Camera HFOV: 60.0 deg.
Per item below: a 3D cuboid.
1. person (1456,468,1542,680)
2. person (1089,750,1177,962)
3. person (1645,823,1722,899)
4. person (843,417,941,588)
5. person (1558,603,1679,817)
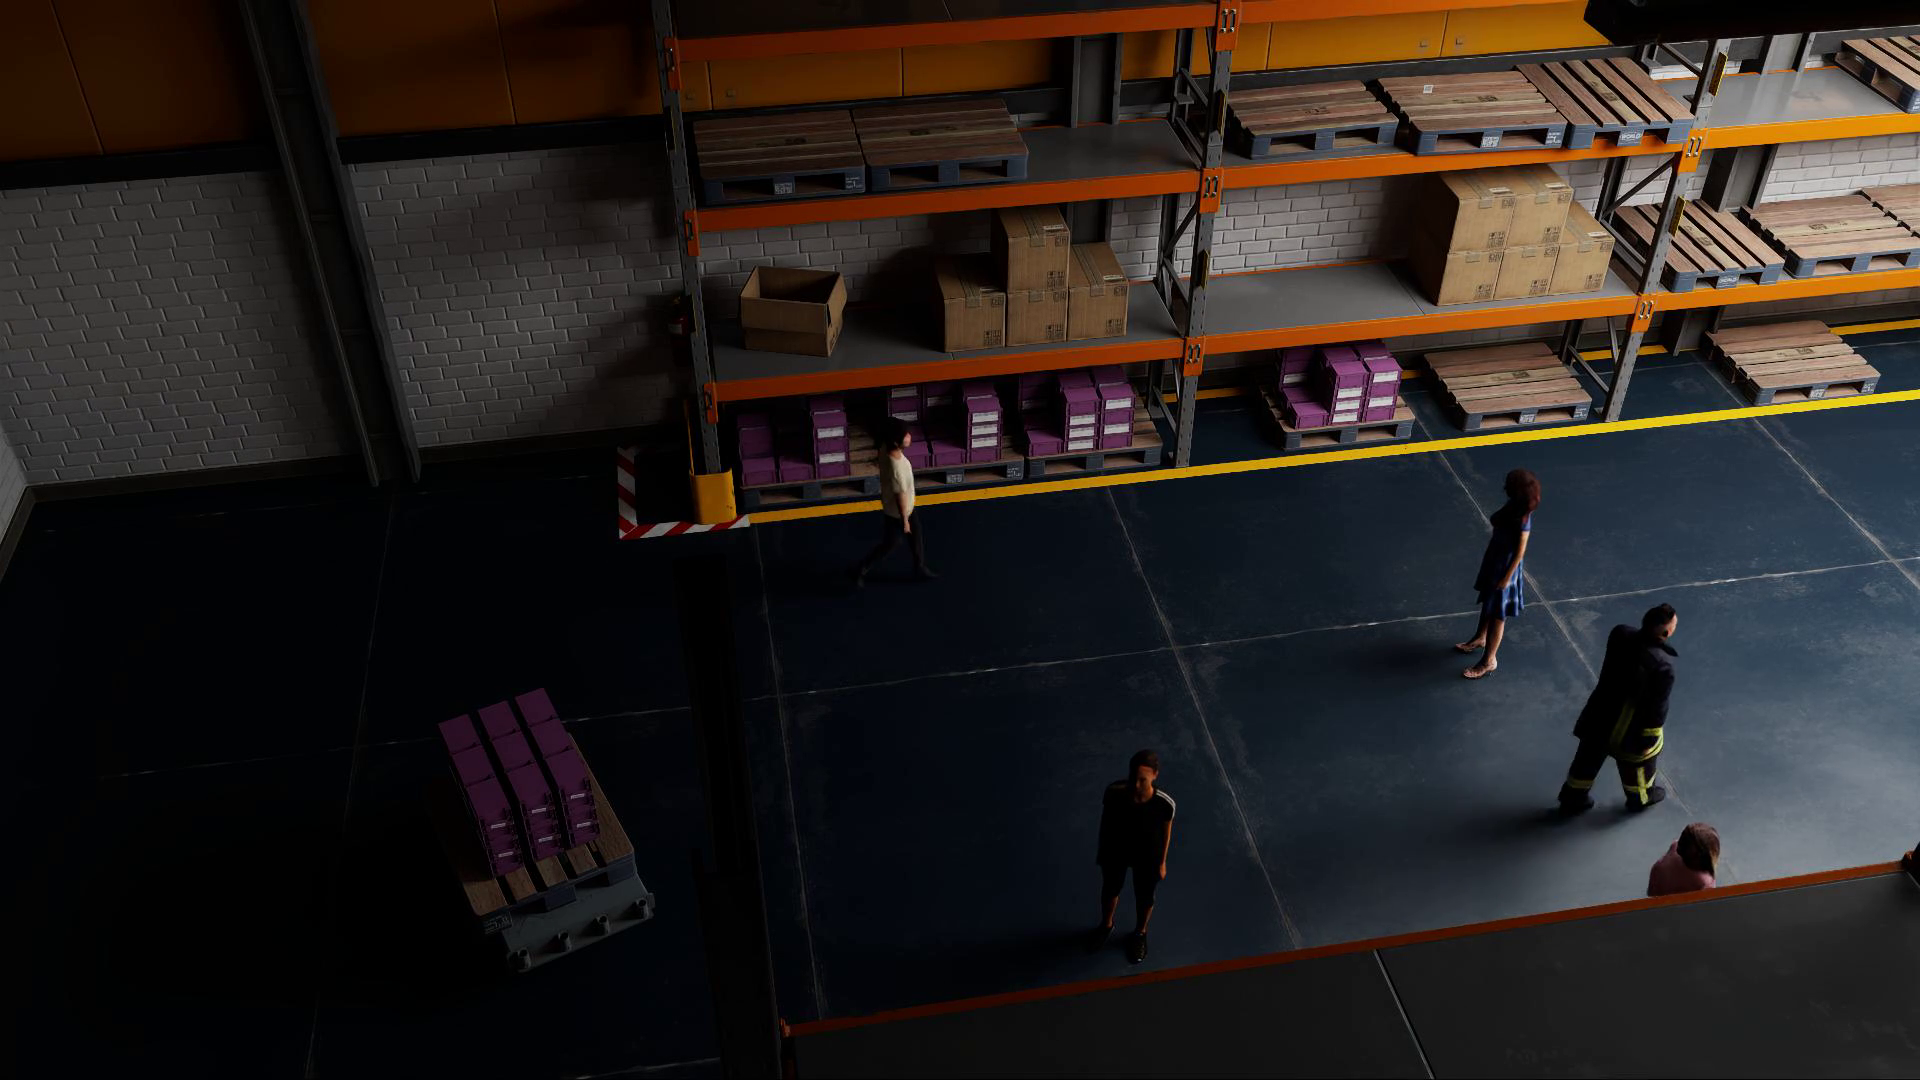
[{"bbox_3d":[3.860,0.225,11.901,0.669,1.807,0.726,3,39,4],"label":"person"},{"bbox_3d":[1.038,1.861,9.963,0.607,1.668,0.722,12,40,14],"label":"person"},{"bbox_3d":[4.126,2.220,9.507,0.599,1.677,0.613,-3,39,-4],"label":"person"},{"bbox_3d":[-0.543,-0.231,12.670,0.977,1.559,0.596,-5,39,-7],"label":"person"},{"bbox_3d":[4.223,1.142,10.730,1.074,1.836,0.920,-15,41,-18],"label":"person"}]
